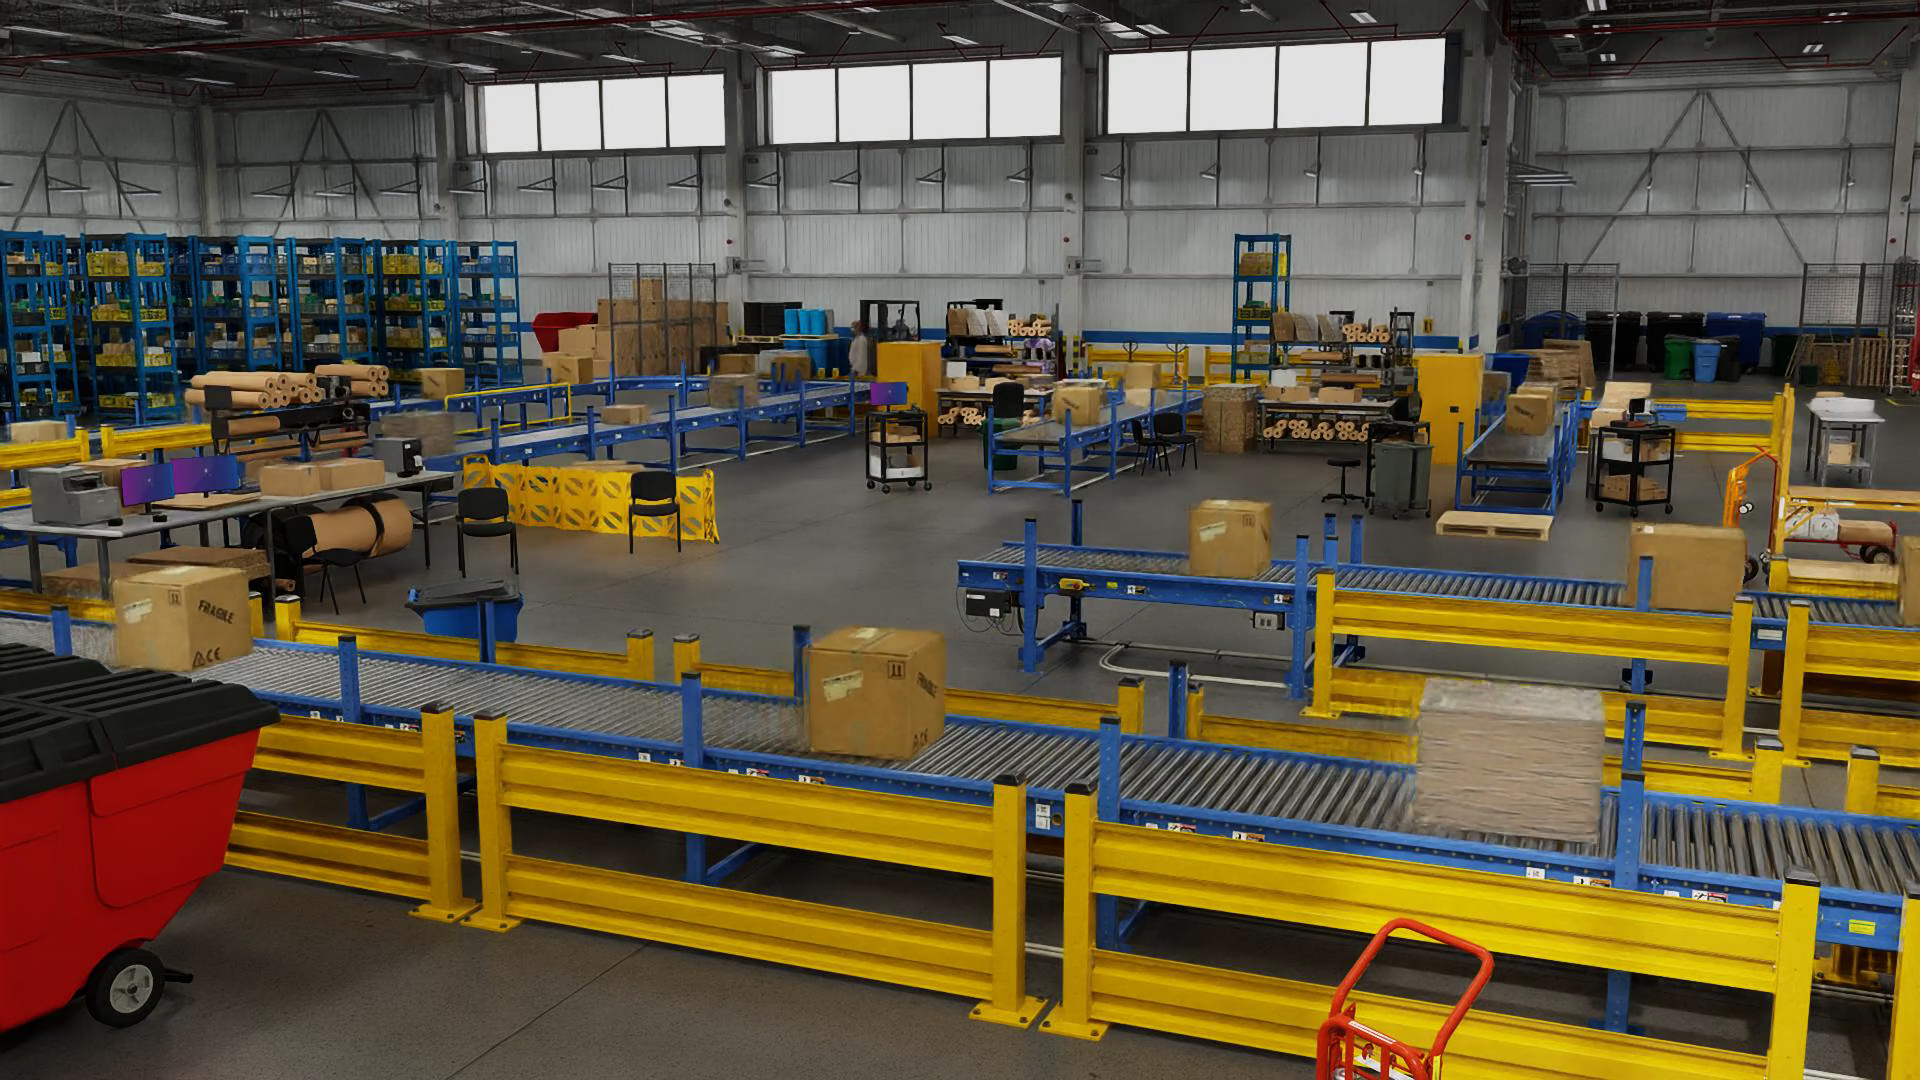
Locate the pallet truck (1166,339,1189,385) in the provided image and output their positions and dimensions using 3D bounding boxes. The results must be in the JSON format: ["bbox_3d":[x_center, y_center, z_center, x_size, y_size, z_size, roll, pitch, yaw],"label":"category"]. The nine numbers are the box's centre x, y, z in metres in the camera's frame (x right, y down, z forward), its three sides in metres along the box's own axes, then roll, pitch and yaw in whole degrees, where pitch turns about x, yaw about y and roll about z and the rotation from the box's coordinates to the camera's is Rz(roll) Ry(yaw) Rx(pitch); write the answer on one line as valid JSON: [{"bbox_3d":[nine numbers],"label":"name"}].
[{"bbox_3d":[5.418,-4.269,40.420,0.704,1.261,1.522,3,10,20],"label":"pallet truck"}]

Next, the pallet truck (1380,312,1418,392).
[{"bbox_3d":[10.207,-4.283,38.369,0.823,1.965,1.885,3,10,20],"label":"pallet truck"}]

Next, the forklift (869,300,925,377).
[{"bbox_3d":[-1.732,-5.109,42.468,1.157,1.987,2.680,4,10,22],"label":"forklift"}]

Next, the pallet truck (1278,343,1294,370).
[{"bbox_3d":[7.886,-4.163,39.743,0.653,1.274,1.630,4,10,22],"label":"pallet truck"}]

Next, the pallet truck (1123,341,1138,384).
[{"bbox_3d":[4.445,-4.380,41.279,0.680,1.201,1.601,4,10,22],"label":"pallet truck"}]

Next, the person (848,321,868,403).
[{"bbox_3d":[-2.158,-3.558,34.285,0.568,1.886,0.686,-2,10,-12],"label":"person"}]

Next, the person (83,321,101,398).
[{"bbox_3d":[-19.331,-4.014,37.246,0.561,1.831,0.702,6,11,34],"label":"person"}]

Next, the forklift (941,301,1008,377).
[{"bbox_3d":[0.365,-4.966,41.571,1.157,1.987,2.680,3,10,20],"label":"forklift"}]

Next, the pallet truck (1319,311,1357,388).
[{"bbox_3d":[9.071,-4.419,39.190,0.823,1.965,1.885,5,10,26],"label":"pallet truck"}]

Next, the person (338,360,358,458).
[{"bbox_3d":[-8.649,-1.678,23.434,0.366,1.725,0.580,-5,11,-29],"label":"person"}]

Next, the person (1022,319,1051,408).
[{"bbox_3d":[1.427,-3.181,31.554,0.608,2.044,0.377,6,11,33],"label":"person"}]
